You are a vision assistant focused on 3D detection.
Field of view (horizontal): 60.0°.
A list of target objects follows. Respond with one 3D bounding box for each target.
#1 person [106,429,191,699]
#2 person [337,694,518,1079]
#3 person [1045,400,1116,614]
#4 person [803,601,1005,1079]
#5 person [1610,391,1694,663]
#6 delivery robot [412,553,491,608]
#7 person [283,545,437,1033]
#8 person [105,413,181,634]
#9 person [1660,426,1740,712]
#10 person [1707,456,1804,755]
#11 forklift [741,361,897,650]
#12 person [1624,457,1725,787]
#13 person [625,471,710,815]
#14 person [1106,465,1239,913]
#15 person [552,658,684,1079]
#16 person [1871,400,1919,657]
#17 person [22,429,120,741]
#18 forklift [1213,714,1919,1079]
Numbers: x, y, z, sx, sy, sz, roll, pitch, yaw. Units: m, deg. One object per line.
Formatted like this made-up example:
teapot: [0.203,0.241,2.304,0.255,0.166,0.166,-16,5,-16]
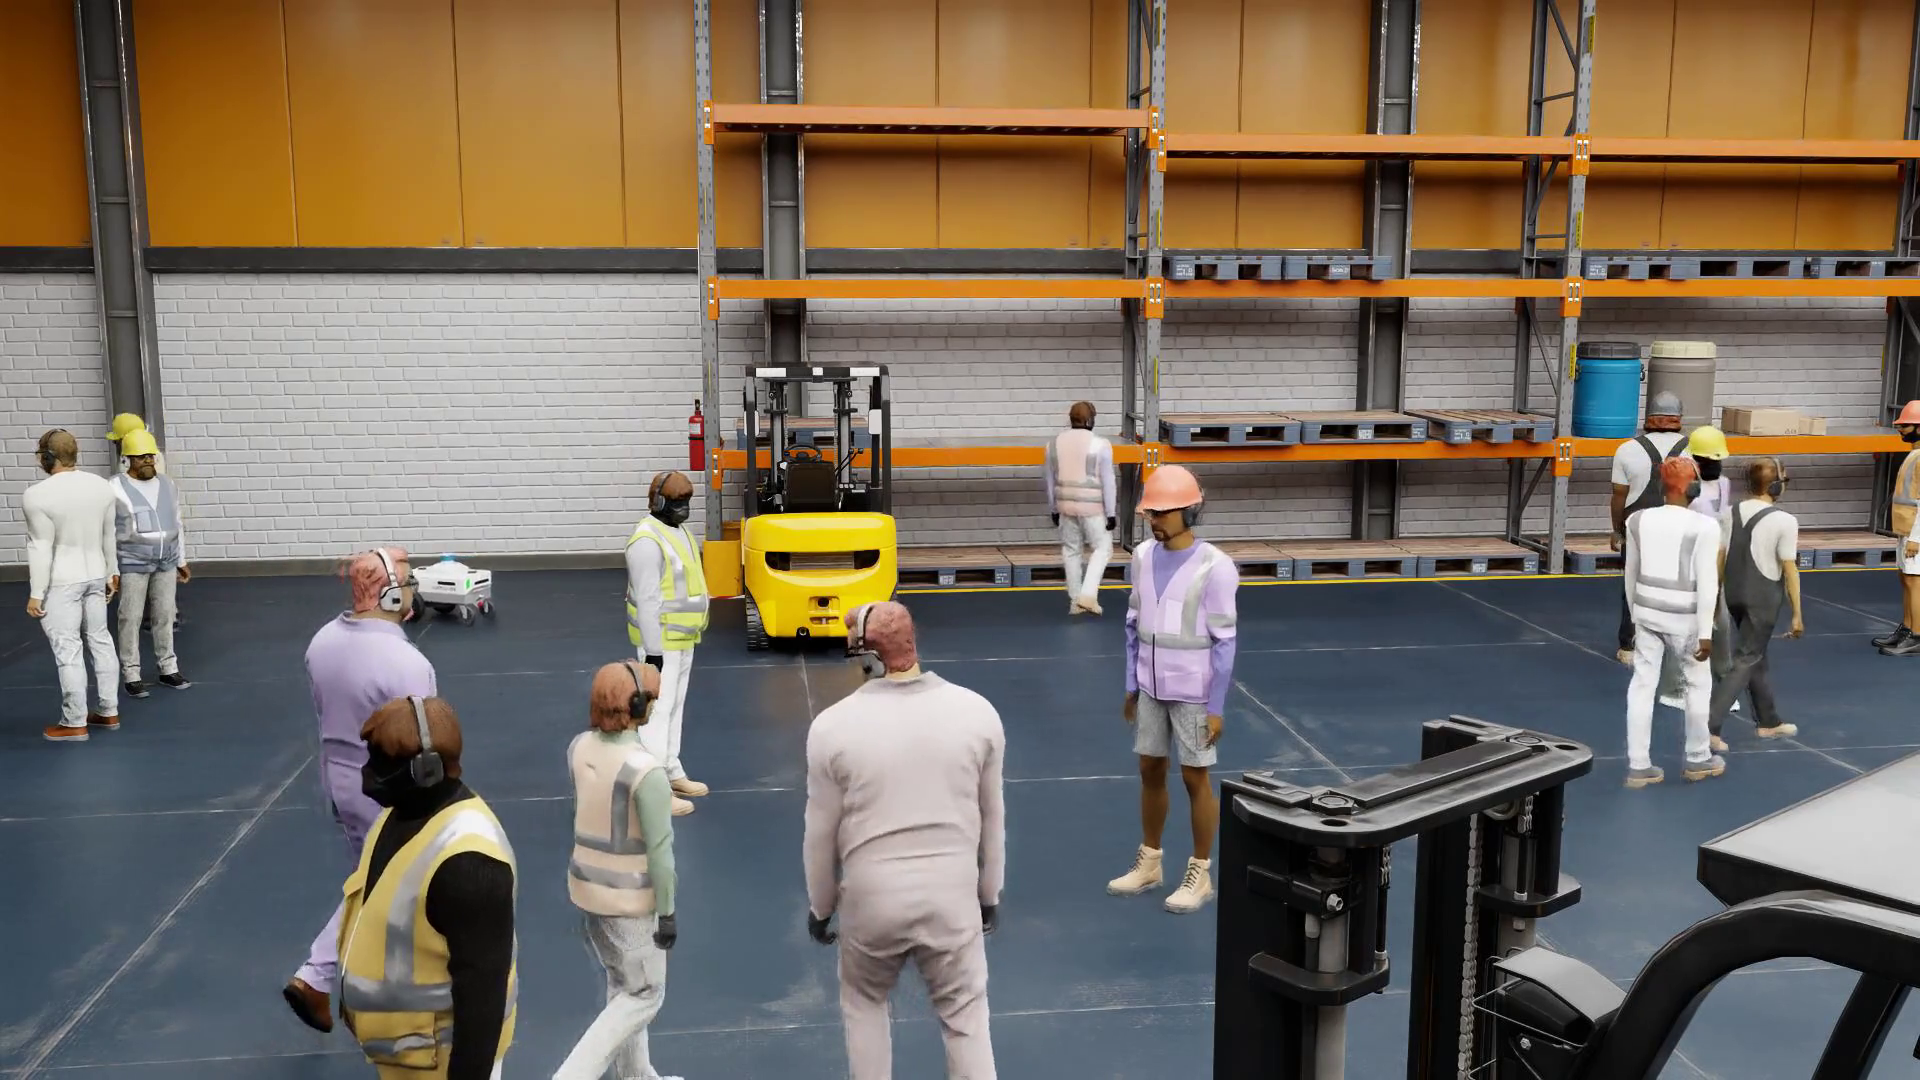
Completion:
person: [-5.575,0.152,11.414,0.403,1.834,0.589,6,11,33]
person: [-1.358,1.294,4.267,0.429,1.842,0.627,-7,11,-35]
person: [1.031,-0.259,13.981,0.664,1.833,0.488,6,11,31]
person: [-0.177,1.121,5.280,0.651,1.873,0.524,-2,9,-15]
person: [5.166,-0.093,12.305,0.687,2.000,0.535,3,10,20]
delivery robot: [-4.250,0.355,13.811,0.707,0.478,0.477,3,10,23]
person: [-2.165,0.967,6.131,0.651,1.897,0.557,7,11,37]
person: [-6.513,-0.123,13.256,0.423,1.798,0.627,-1,9,-7]
person: [4.895,0.193,10.963,0.645,1.899,0.448,-5,10,-28]
person: [4.790,0.388,10.047,0.952,1.804,0.534,-4,10,-23]
forklift: [-1.154,-0.340,13.365,1.214,2.155,2.313,-1,9,-7]
person: [4.086,0.455,9.421,0.776,1.858,0.602,-7,11,-35]
person: [-1.565,0.540,8.987,0.430,1.838,0.623,1,9,8]
person: [0.952,0.676,7.536,0.438,2.036,0.624,-8,12,-41]
person: [-1.180,1.205,5.528,0.516,1.616,0.627,8,12,42]
person: [7.176,-0.084,12.565,0.358,1.937,0.548,3,10,20]
person: [-5.508,0.275,10.319,0.359,1.938,0.635,3,10,19]
forklift: [1.441,1.425,2.350,1.214,2.155,2.313,-7,12,-39]
